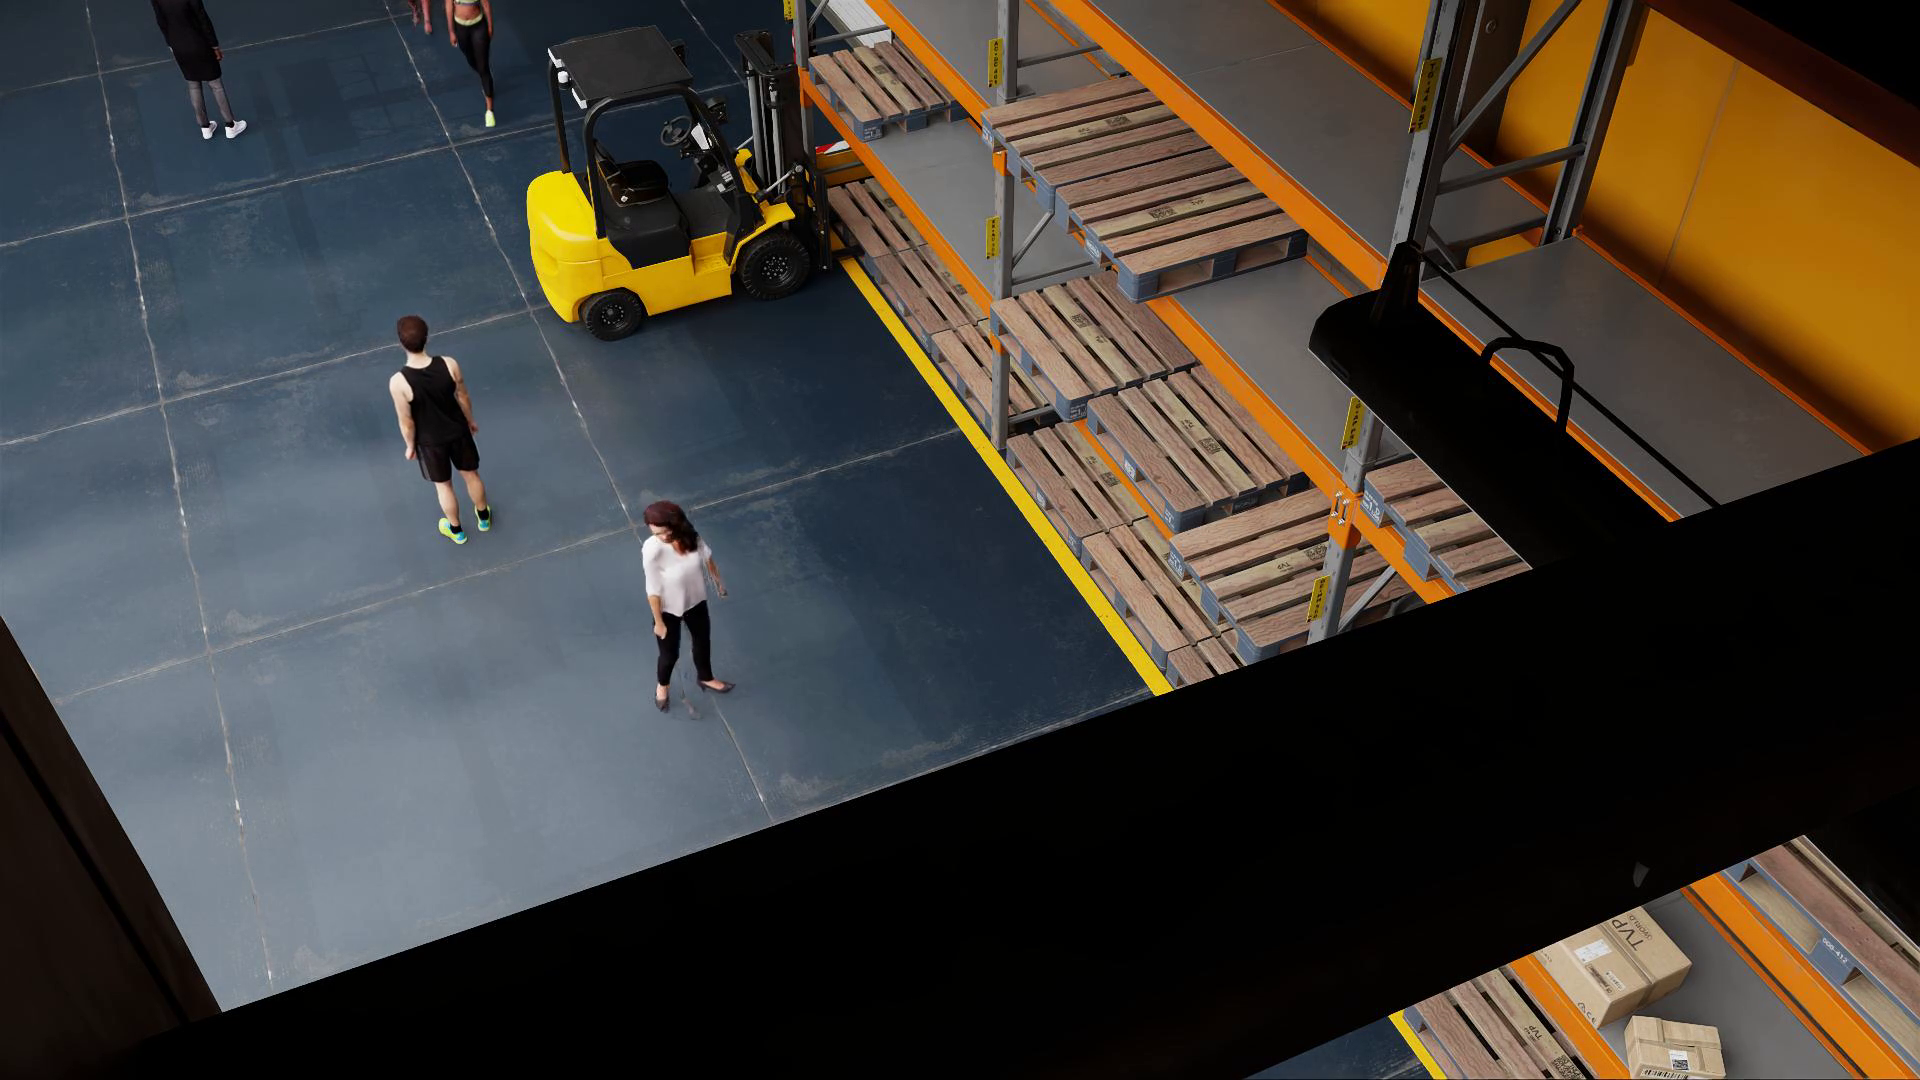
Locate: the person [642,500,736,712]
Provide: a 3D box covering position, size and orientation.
[{"bbox_3d":[-1.771,0.402,10.471,0.807,1.785,0.803,19,47,19],"label":"person"}]

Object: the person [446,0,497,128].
[{"bbox_3d":[-4.749,-4.985,16.171,0.829,1.722,1.181,-4,44,-4],"label":"person"}]

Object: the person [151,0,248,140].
[{"bbox_3d":[-7.293,-4.660,15.802,0.730,1.761,0.717,1,44,1],"label":"person"}]

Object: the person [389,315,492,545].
[{"bbox_3d":[-3.623,-0.754,11.607,0.722,1.892,0.639,-26,49,-25],"label":"person"}]
